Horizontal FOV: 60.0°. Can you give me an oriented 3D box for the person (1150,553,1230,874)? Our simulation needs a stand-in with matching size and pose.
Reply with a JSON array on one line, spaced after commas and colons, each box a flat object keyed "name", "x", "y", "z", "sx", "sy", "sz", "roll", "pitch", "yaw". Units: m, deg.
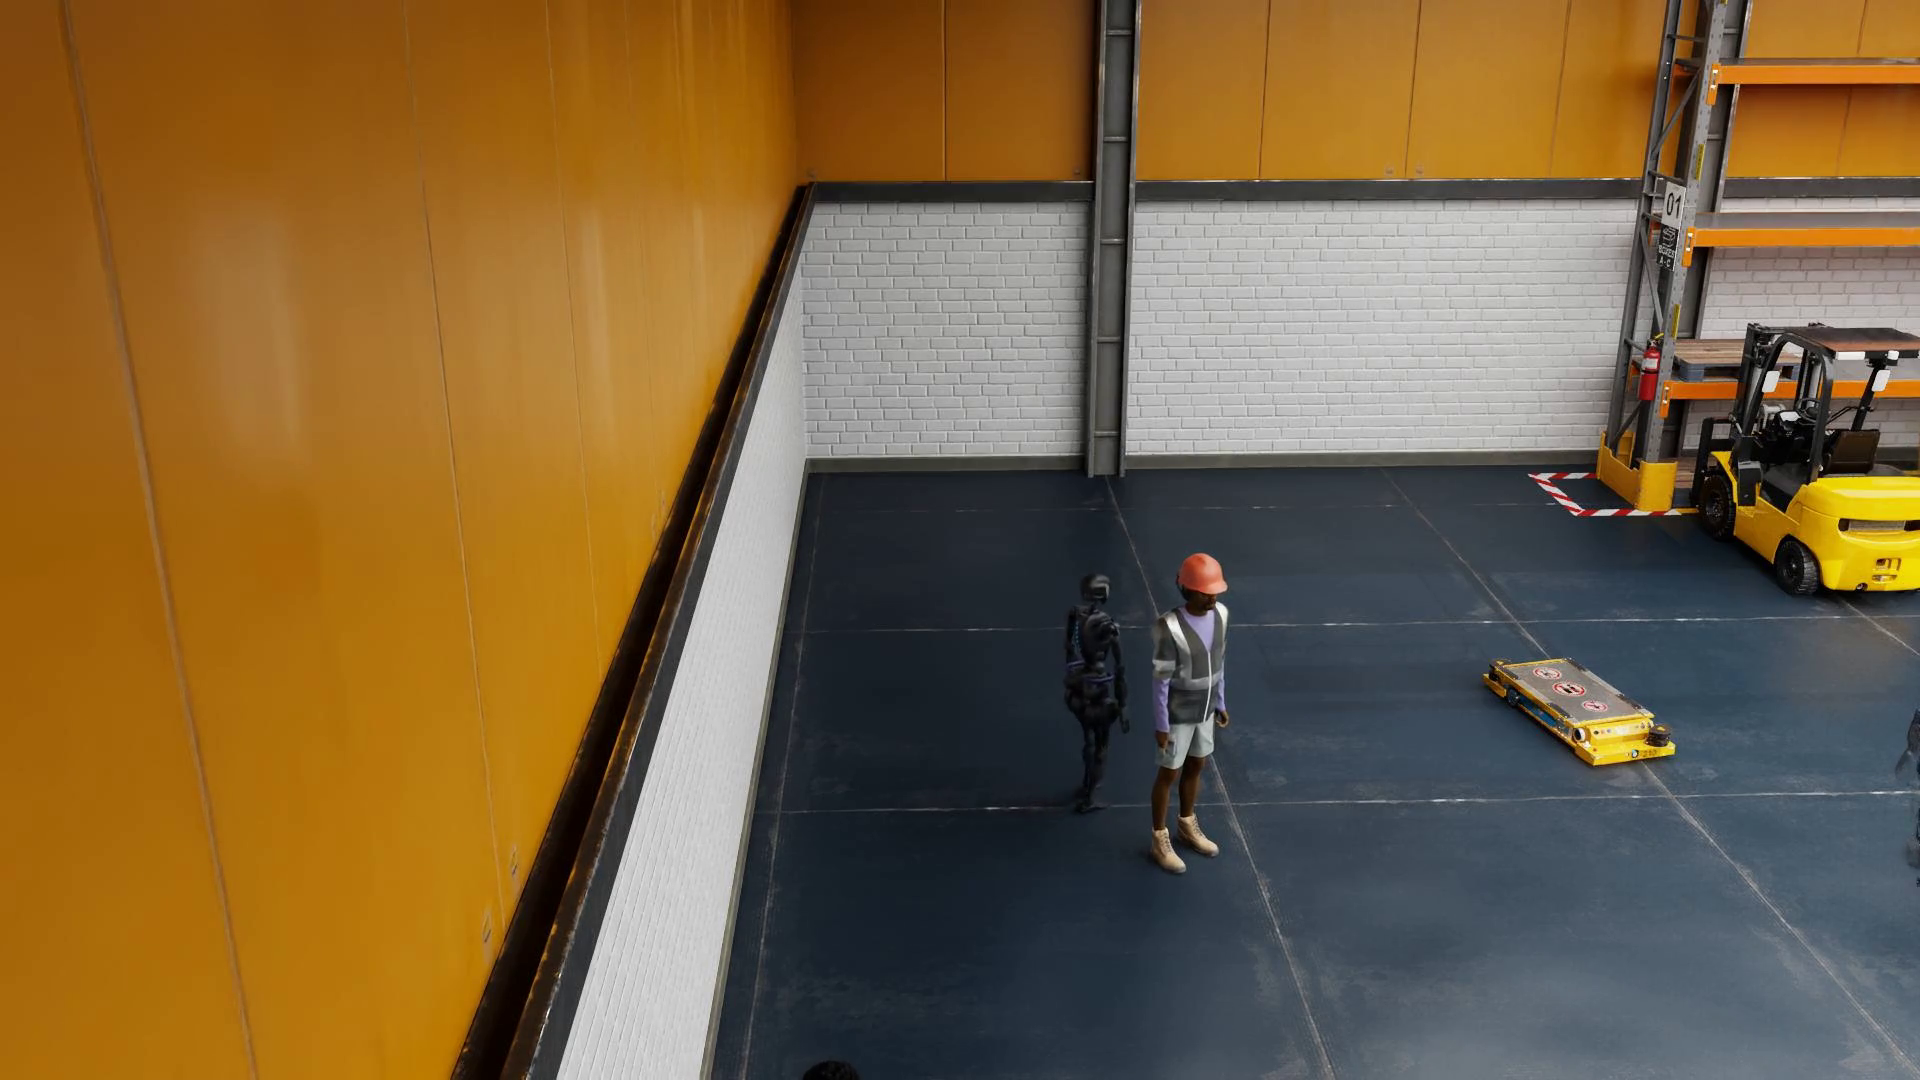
[{"name": "person", "x": 1.421, "y": 1.040, "z": 10.175, "sx": 0.604, "sy": 2.045, "sz": 0.382, "roll": -15, "pitch": 25, "yaw": -35}]

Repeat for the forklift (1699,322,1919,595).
[{"name": "forklift", "x": 7.809, "y": -0.792, "z": 14.926, "sx": 1.214, "sy": 2.155, "sz": 2.313, "roll": -1, "pitch": 20, "yaw": -2}]

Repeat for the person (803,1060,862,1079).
[{"name": "person", "x": -0.431, "y": 2.672, "z": 6.241, "sx": 0.321, "sy": 1.698, "sz": 0.536, "roll": -8, "pitch": 22, "yaw": -20}]

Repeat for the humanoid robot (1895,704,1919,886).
[{"name": "humanoid robot", "x": 6.025, "y": 1.299, "z": 10.032, "sx": 0.615, "sy": 1.622, "sz": 0.649, "roll": 9, "pitch": 22, "yaw": 24}]

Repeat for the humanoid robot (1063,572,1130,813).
[{"name": "humanoid robot", "x": 0.906, "y": 0.982, "z": 10.850, "sx": 0.394, "sy": 1.650, "sz": 0.599, "roll": -14, "pitch": 24, "yaw": -33}]

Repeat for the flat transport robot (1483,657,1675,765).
[{"name": "flat transport robot", "x": 4.522, "y": 1.227, "z": 12.226, "sx": 0.659, "sy": 0.231, "sz": 1.431, "roll": -5, "pitch": 21, "yaw": -14}]
